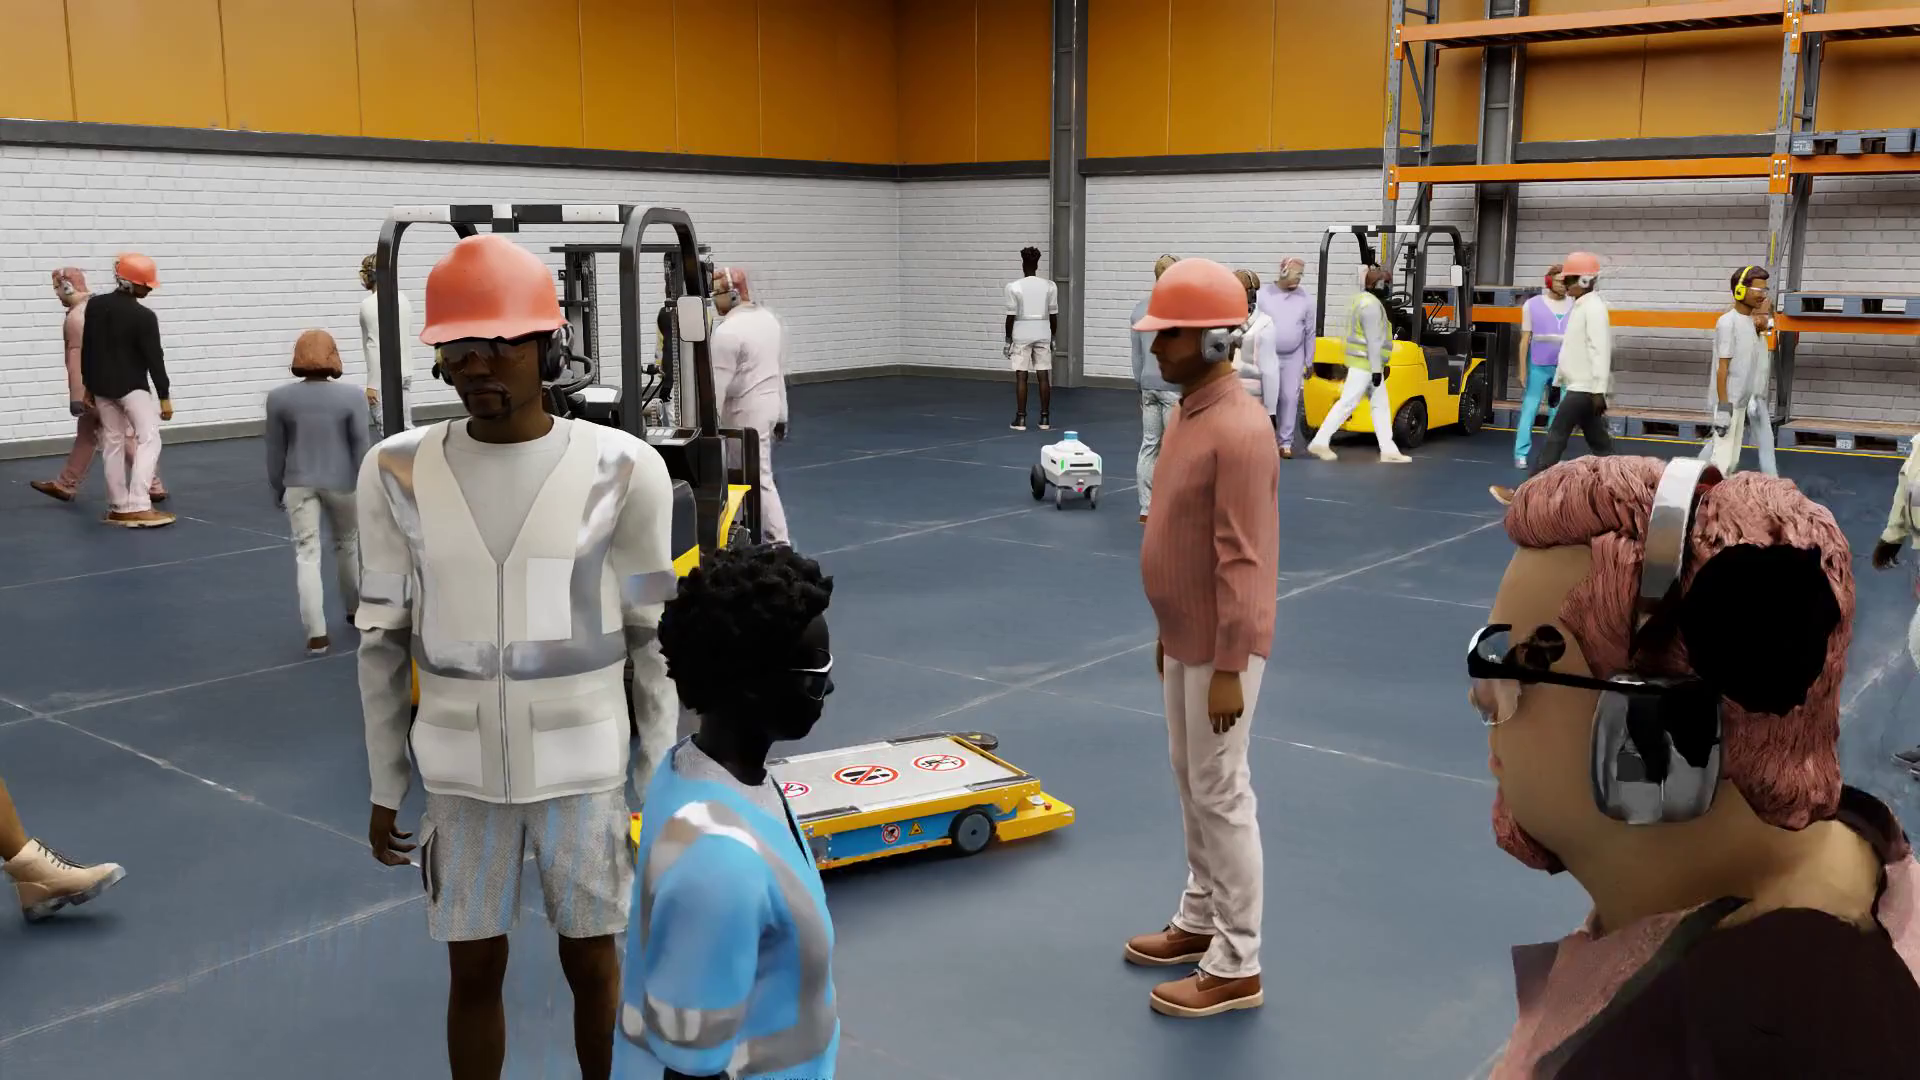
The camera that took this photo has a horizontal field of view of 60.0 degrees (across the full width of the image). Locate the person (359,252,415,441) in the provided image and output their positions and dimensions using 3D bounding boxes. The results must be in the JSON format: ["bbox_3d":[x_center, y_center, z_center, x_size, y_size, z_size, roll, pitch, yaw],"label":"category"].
[{"bbox_3d":[-4.368,-1.213,12.704,0.359,1.938,0.632,1,10,5],"label":"person"}]

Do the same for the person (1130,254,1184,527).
[{"bbox_3d":[1.466,-1.030,11.689,0.372,1.940,0.632,-9,13,-40],"label":"person"}]

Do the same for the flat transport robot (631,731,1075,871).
[{"bbox_3d":[-0.387,0.900,5.617,1.431,0.197,0.652,-6,12,-29],"label":"flat transport robot"}]

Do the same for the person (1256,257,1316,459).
[{"bbox_3d":[3.011,-1.706,15.616,0.672,1.880,0.488,0,10,-2],"label":"person"}]

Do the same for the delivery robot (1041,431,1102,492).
[{"bbox_3d":[0.856,-0.596,12.857,0.477,0.478,0.707,-2,10,-10],"label":"delivery robot"}]

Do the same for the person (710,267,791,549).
[{"bbox_3d":[-1.410,-0.739,10.276,0.864,1.864,0.668,4,11,21],"label":"person"}]

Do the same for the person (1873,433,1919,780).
[{"bbox_3d":[3.737,0.006,6.287,0.482,1.813,0.605,1,10,4],"label":"person"}]

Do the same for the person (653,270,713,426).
[{"bbox_3d":[-2.224,-1.273,13.304,0.429,1.842,0.634,4,11,21],"label":"person"}]

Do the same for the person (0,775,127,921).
[{"bbox_3d":[-2.979,0.206,4.691,1.011,1.996,0.635,-1,10,-4],"label":"person"}]

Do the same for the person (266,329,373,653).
[{"bbox_3d":[-3.225,-0.270,8.428,0.519,1.579,0.842,-2,10,-11],"label":"person"}]

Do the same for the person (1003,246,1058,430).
[{"bbox_3d":[0.758,-2.166,17.904,0.603,1.967,0.366,-3,11,-15],"label":"person"}]

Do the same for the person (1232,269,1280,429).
[{"bbox_3d":[1.862,-0.878,11.164,0.636,1.842,0.429,9,13,39],"label":"person"}]

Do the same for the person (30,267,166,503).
[{"bbox_3d":[-6.693,-1.174,12.794,1.031,1.829,0.692,-2,10,-11],"label":"person"}]

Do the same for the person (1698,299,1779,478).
[{"bbox_3d":[6.142,-1.092,13.016,0.501,1.591,0.867,-8,13,-38],"label":"person"}]

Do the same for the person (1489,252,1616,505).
[{"bbox_3d":[4.504,-1.146,12.315,1.030,1.935,0.656,2,10,12],"label":"person"}]

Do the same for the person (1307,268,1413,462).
[{"bbox_3d":[3.677,-1.597,15.268,0.945,1.798,0.633,2,11,13],"label":"person"}]

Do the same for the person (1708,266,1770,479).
[{"bbox_3d":[5.149,-0.880,11.064,0.309,1.864,0.535,8,13,39],"label":"person"}]

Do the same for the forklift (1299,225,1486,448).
[{"bbox_3d":[4.449,-2.115,16.993,1.214,2.155,2.313,8,13,38],"label":"forklift"}]

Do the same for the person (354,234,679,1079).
[{"bbox_3d":[-0.854,0.443,3.233,0.615,2.042,0.374,-1,10,-3],"label":"person"}]

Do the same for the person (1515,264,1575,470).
[{"bbox_3d":[5.230,-1.521,14.734,0.564,1.825,0.426,0,10,0],"label":"person"}]

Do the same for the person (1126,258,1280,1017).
[{"bbox_3d":[0.638,0.257,4.427,0.401,1.986,0.620,-1,10,-7],"label":"person"}]

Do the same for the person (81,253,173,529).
[{"bbox_3d":[-5.918,-1.046,11.783,0.744,1.943,0.402,3,11,16],"label":"person"}]

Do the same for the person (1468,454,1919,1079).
[{"bbox_3d":[0.473,0.875,1.248,0.432,1.891,0.676,7,12,33],"label":"person"}]

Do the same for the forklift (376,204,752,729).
[{"bbox_3d":[-1.766,-0.406,7.525,1.214,2.155,2.313,1,10,7],"label":"forklift"}]

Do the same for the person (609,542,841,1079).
[{"bbox_3d":[-0.393,0.814,2.294,0.888,1.656,0.528,-2,10,-12],"label":"person"}]
